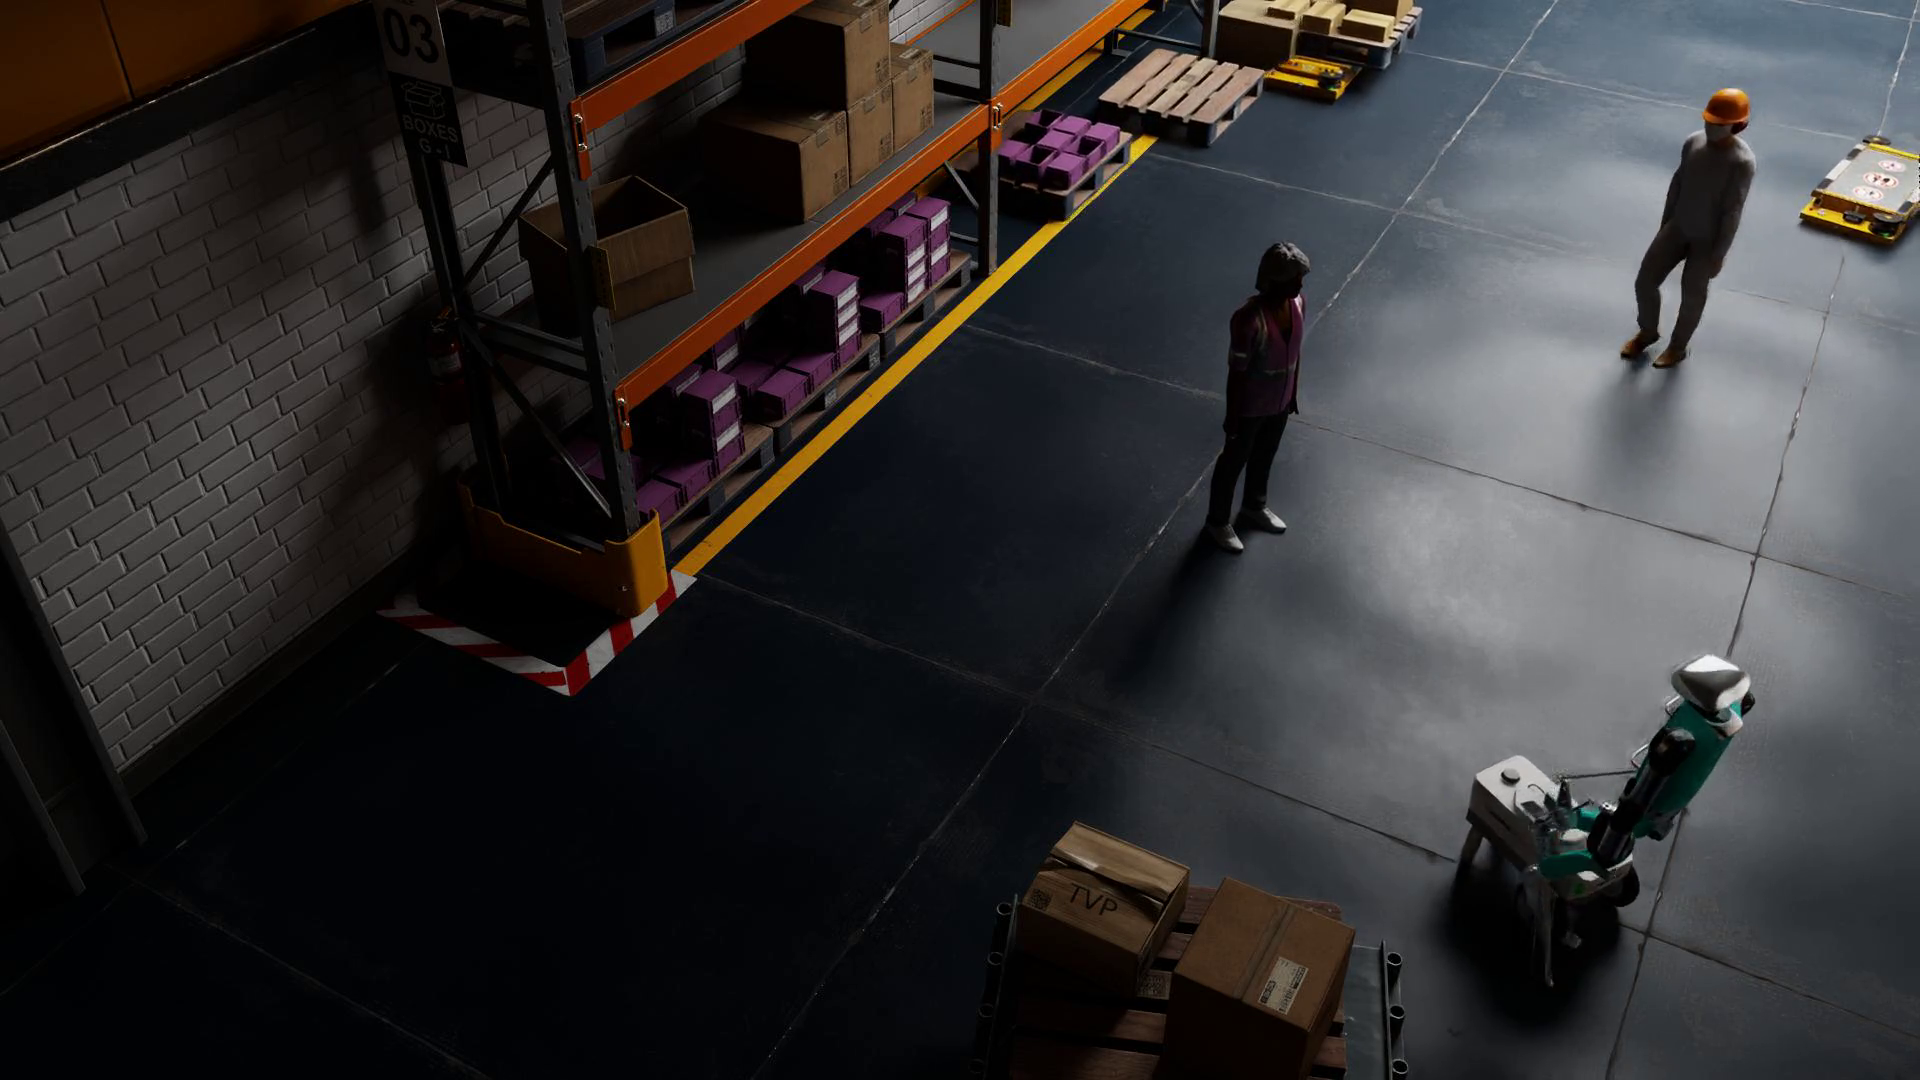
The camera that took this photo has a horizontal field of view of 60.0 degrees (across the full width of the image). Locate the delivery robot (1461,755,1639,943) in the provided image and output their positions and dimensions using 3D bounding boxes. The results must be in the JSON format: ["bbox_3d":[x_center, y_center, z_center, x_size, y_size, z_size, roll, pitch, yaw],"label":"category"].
[{"bbox_3d":[2.585,1.338,7.319,0.517,0.595,0.767,-19,42,-22],"label":"delivery robot"}]

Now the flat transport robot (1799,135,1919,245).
[{"bbox_3d":[6.915,-2.644,12.525,0.659,0.231,1.431,28,46,30],"label":"flat transport robot"}]

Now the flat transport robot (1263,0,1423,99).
[{"bbox_3d":[3.225,-4.241,14.521,0.659,0.231,1.431,20,43,23],"label":"flat transport robot"}]

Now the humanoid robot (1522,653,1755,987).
[{"bbox_3d":[2.586,1.063,6.726,0.547,1.789,0.753,-26,46,-29],"label":"humanoid robot"}]

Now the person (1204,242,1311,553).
[{"bbox_3d":[1.609,-0.760,8.912,0.520,1.841,0.315,-24,45,-27],"label":"person"}]

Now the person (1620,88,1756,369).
[{"bbox_3d":[4.540,-1.889,10.299,0.529,1.878,0.583,-24,45,-27],"label":"person"}]
